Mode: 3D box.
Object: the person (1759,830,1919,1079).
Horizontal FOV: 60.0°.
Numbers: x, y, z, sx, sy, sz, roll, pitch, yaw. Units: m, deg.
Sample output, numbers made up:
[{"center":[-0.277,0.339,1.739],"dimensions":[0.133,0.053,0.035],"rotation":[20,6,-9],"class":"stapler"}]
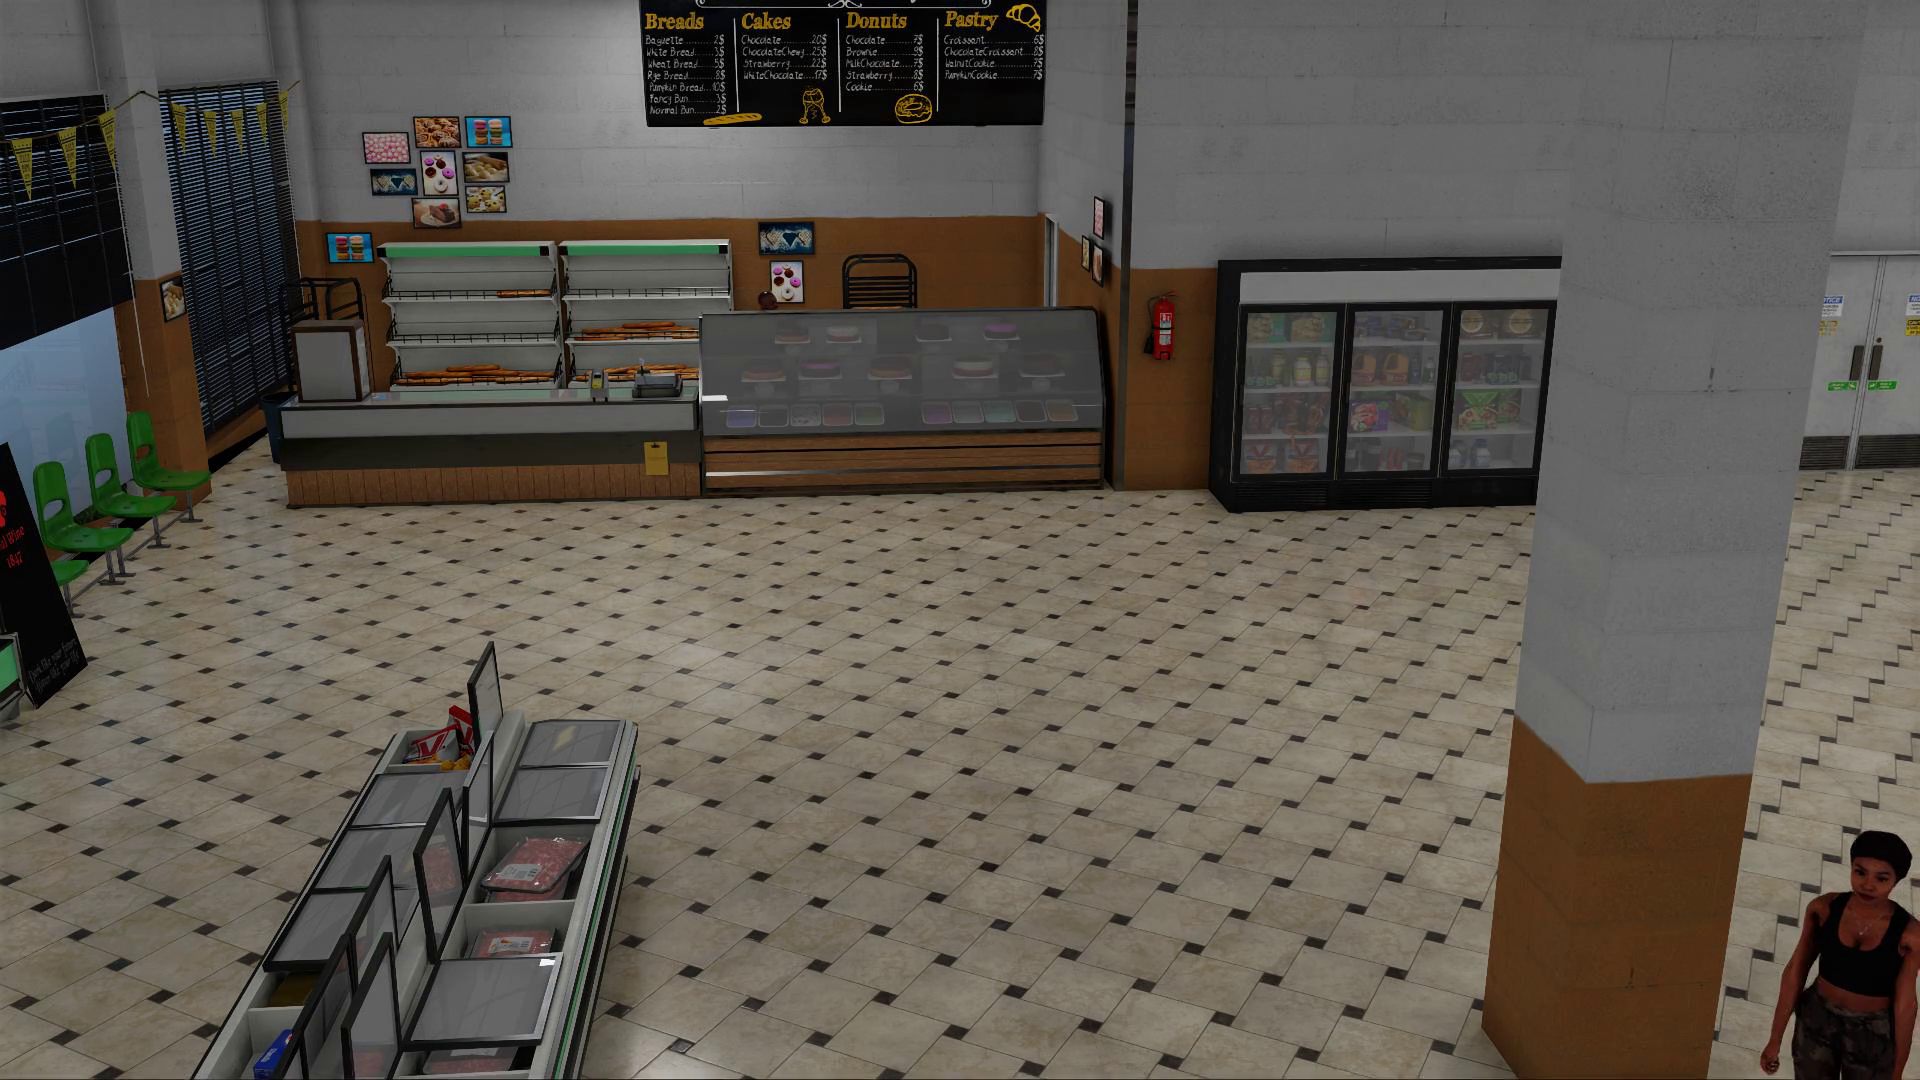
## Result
[{"center":[3.283,1.832,6.147],"dimensions":[0.781,1.696,0.707],"rotation":[-14,22,-39],"class":"person"}]
